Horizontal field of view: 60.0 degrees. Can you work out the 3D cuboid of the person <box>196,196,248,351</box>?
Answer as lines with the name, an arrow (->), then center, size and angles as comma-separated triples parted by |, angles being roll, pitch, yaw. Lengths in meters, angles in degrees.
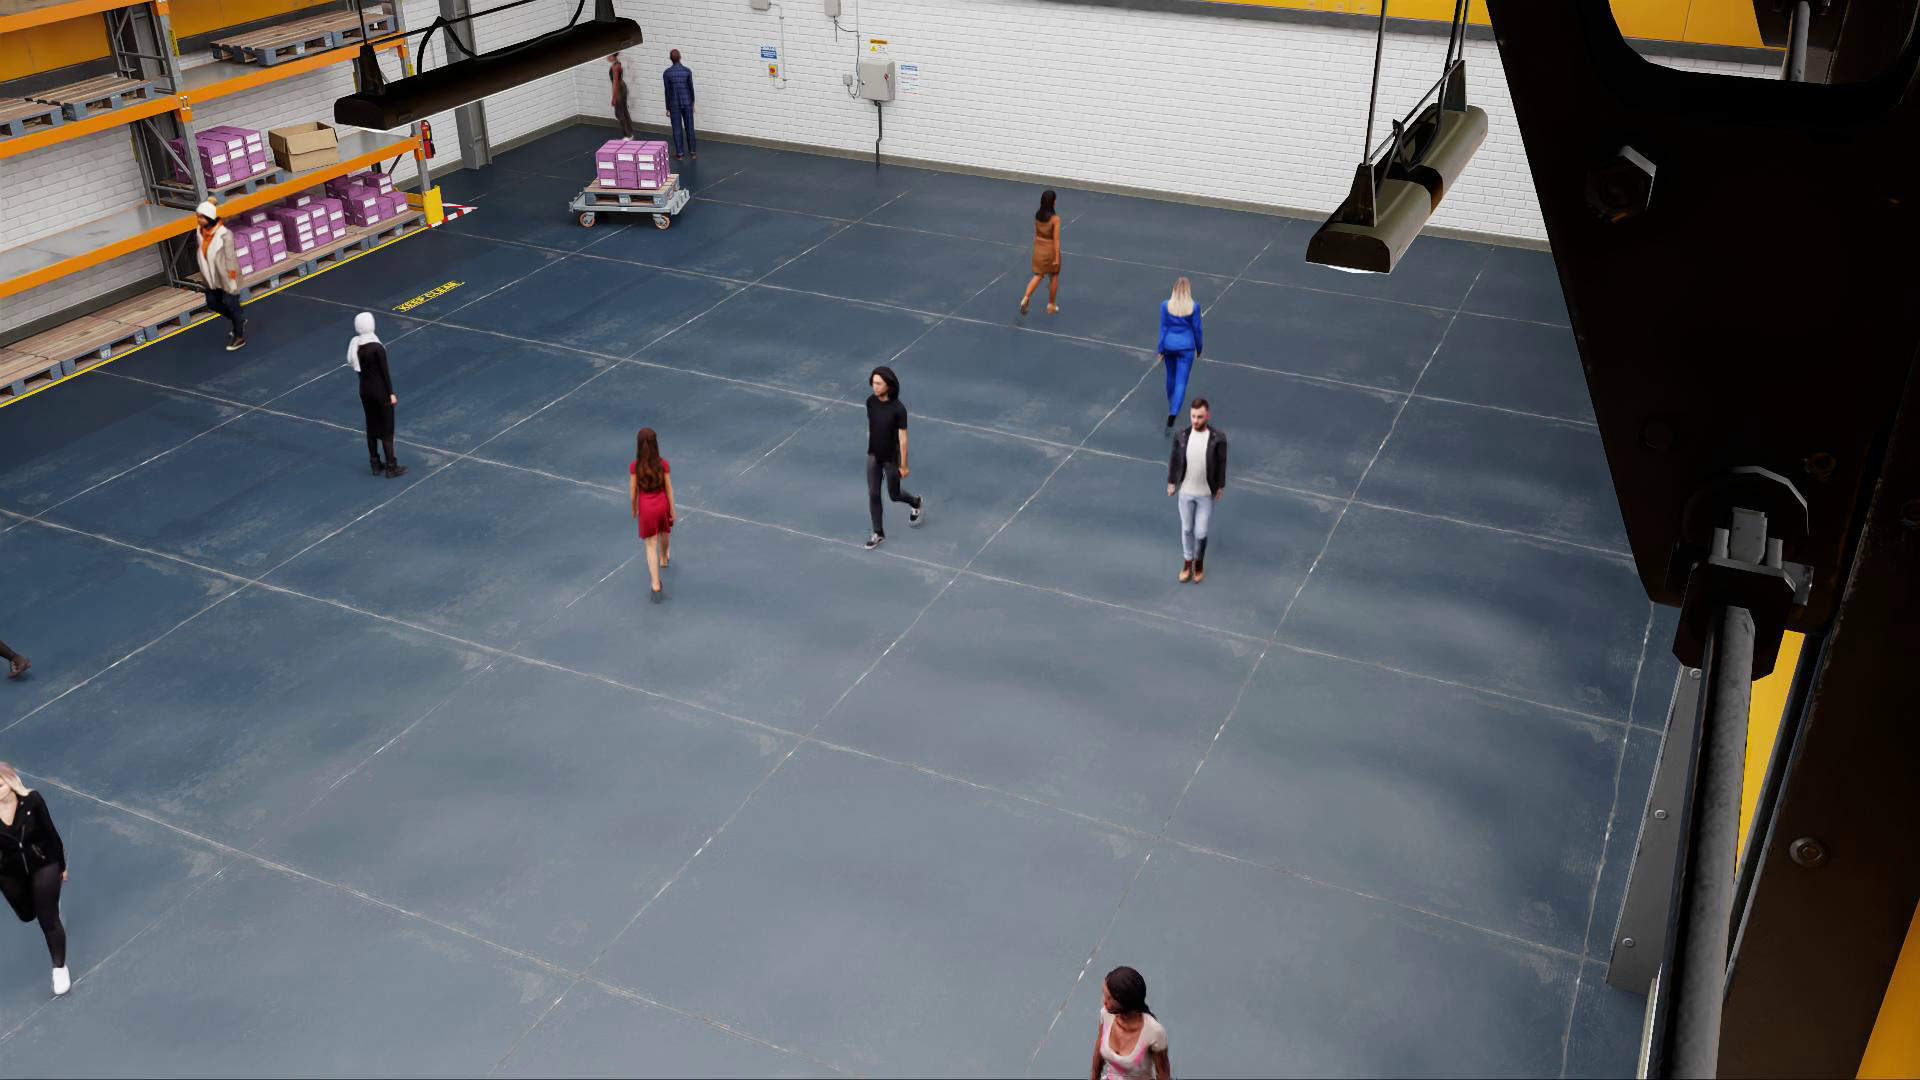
person -> -9.005, -3.302, 20.416 | 0.738, 1.883, 0.816 | 10, 30, 18

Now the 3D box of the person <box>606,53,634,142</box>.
person -> -5.842, -7.707, 28.701 | 0.872, 1.681, 0.691 | 3, 29, 6

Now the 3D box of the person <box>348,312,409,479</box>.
person -> -6.057, -1.498, 17.221 | 0.590, 1.773, 0.532 | 13, 31, 23

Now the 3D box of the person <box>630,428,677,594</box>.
person -> -2.808, -0.244, 15.195 | 0.956, 1.514, 1.103 | -5, 29, -10

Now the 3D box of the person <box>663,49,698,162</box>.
person -> -4.662, -7.271, 27.758 | 0.744, 1.818, 0.808 | -11, 30, -19

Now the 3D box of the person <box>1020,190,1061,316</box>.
person -> 1.044, -3.615, 21.212 | 0.735, 1.669, 1.007 | 22, 36, 35

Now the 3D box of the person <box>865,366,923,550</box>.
person -> -0.658, -0.837, 15.973 | 0.757, 1.809, 1.061 | 19, 34, 31

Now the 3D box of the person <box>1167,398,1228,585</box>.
person -> 2.197, -0.488, 15.320 | 0.686, 1.822, 0.607 | 10, 30, 18

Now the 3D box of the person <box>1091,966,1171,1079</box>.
person -> 0.953, 3.020, 8.984 | 0.758, 1.731, 0.685 | 13, 31, 22

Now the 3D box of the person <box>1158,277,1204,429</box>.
person -> 2.397, -2.040, 18.325 | 0.742, 1.669, 1.150 | 8, 30, 15

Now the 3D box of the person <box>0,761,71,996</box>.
person -> -6.008, 2.091, 10.750 | 1.017, 1.670, 1.062 | -11, 30, -19
